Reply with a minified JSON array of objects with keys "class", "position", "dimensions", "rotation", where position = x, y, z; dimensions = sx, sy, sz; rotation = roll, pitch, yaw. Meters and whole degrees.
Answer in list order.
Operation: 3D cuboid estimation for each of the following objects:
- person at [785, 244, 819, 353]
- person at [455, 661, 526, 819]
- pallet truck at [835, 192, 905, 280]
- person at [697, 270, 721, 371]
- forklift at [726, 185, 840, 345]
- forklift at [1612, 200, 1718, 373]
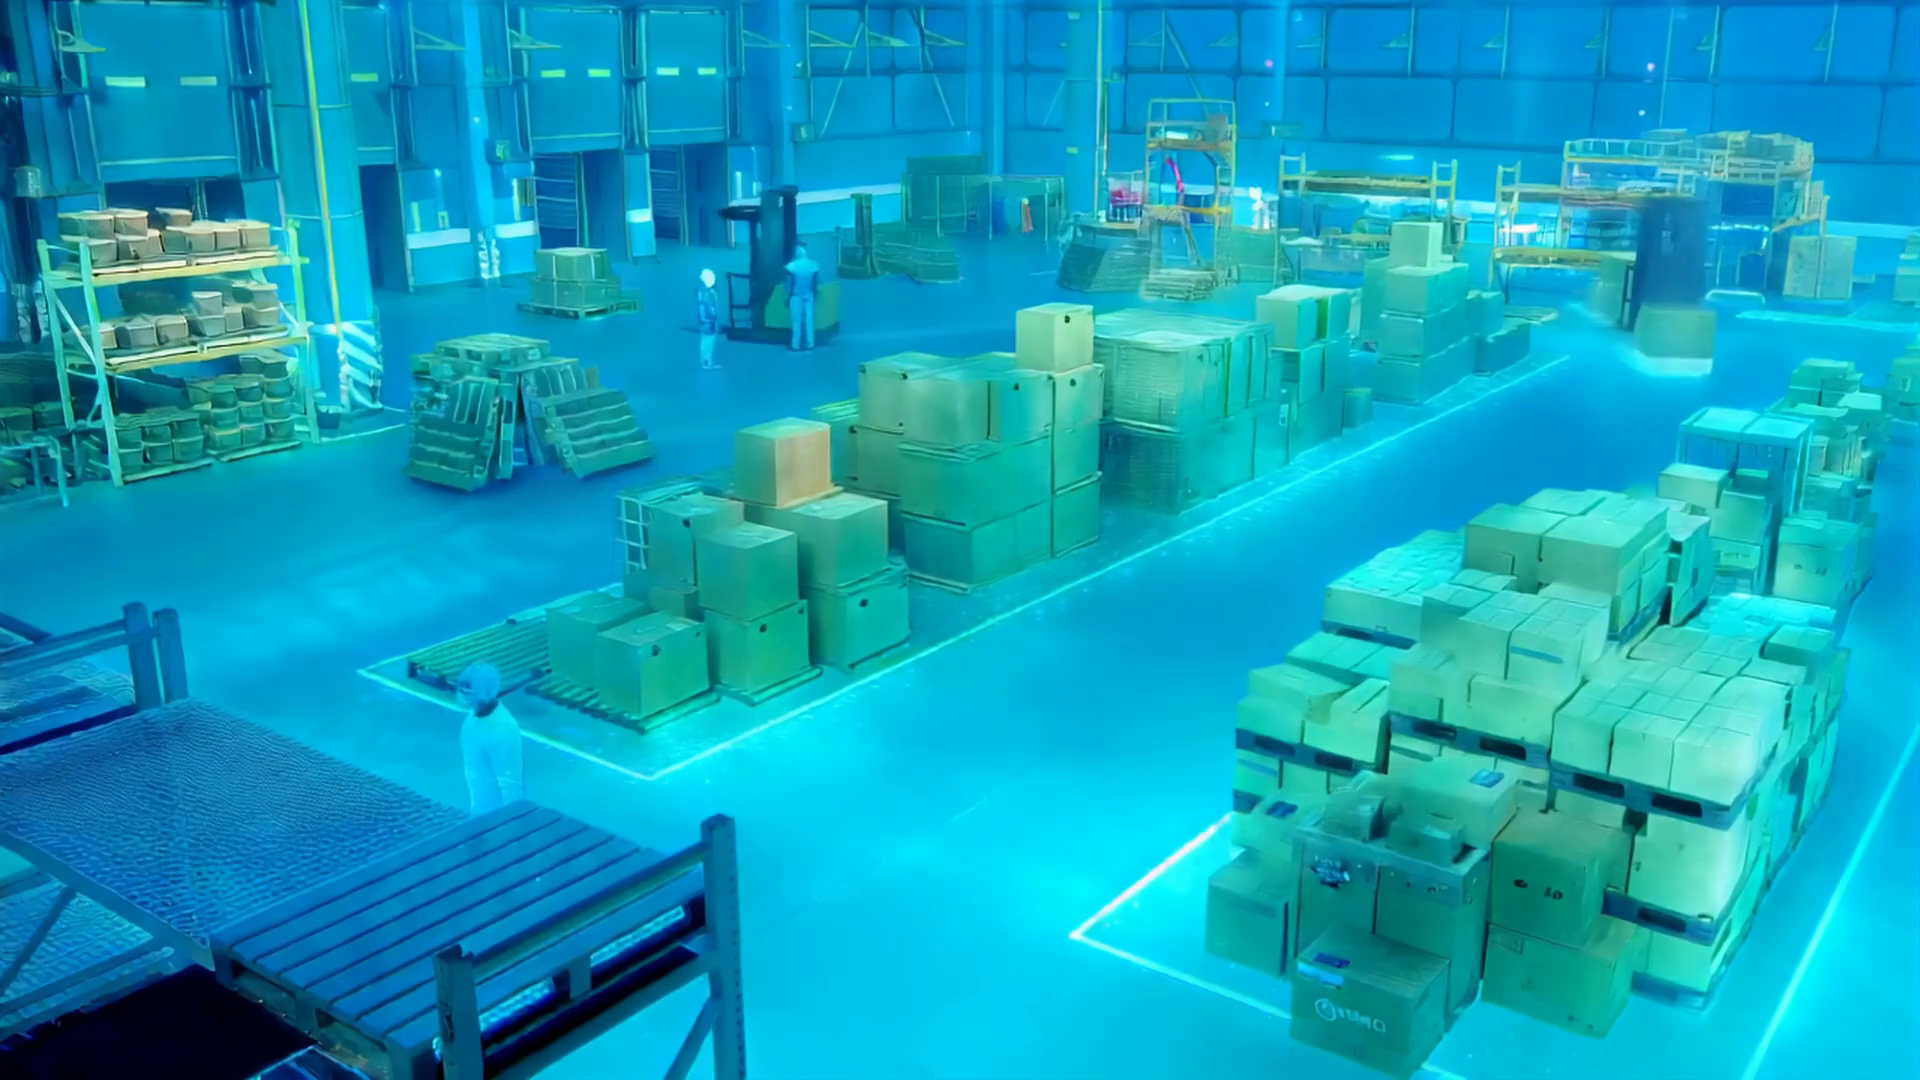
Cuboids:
[{"class":"person","position":[-2.814,-4.308,29.671],"dimensions":[0.634,1.929,0.387],"rotation":[-9,19,-27]},{"class":"person","position":[-2.791,1.636,9.960],"dimensions":[0.372,1.940,0.630],"rotation":[-11,20,-32]},{"class":"pallet truck","position":[-1.936,-7.159,38.982],"dimensions":[1.885,1.965,0.823],"rotation":[-12,21,-34]},{"class":"person","position":[-4.250,-3.722,28.114],"dimensions":[0.321,1.696,0.537],"rotation":[5,18,17]},{"class":"forklift","position":[-3.275,-5.106,30.683],"dimensions":[1.873,2.768,1.129],"rotation":[6,18,21]},{"class":"forklift","position":[12.036,-4.331,28.116],"dimensions":[1.129,2.768,1.873],"rotation":[1,17,4]}]
